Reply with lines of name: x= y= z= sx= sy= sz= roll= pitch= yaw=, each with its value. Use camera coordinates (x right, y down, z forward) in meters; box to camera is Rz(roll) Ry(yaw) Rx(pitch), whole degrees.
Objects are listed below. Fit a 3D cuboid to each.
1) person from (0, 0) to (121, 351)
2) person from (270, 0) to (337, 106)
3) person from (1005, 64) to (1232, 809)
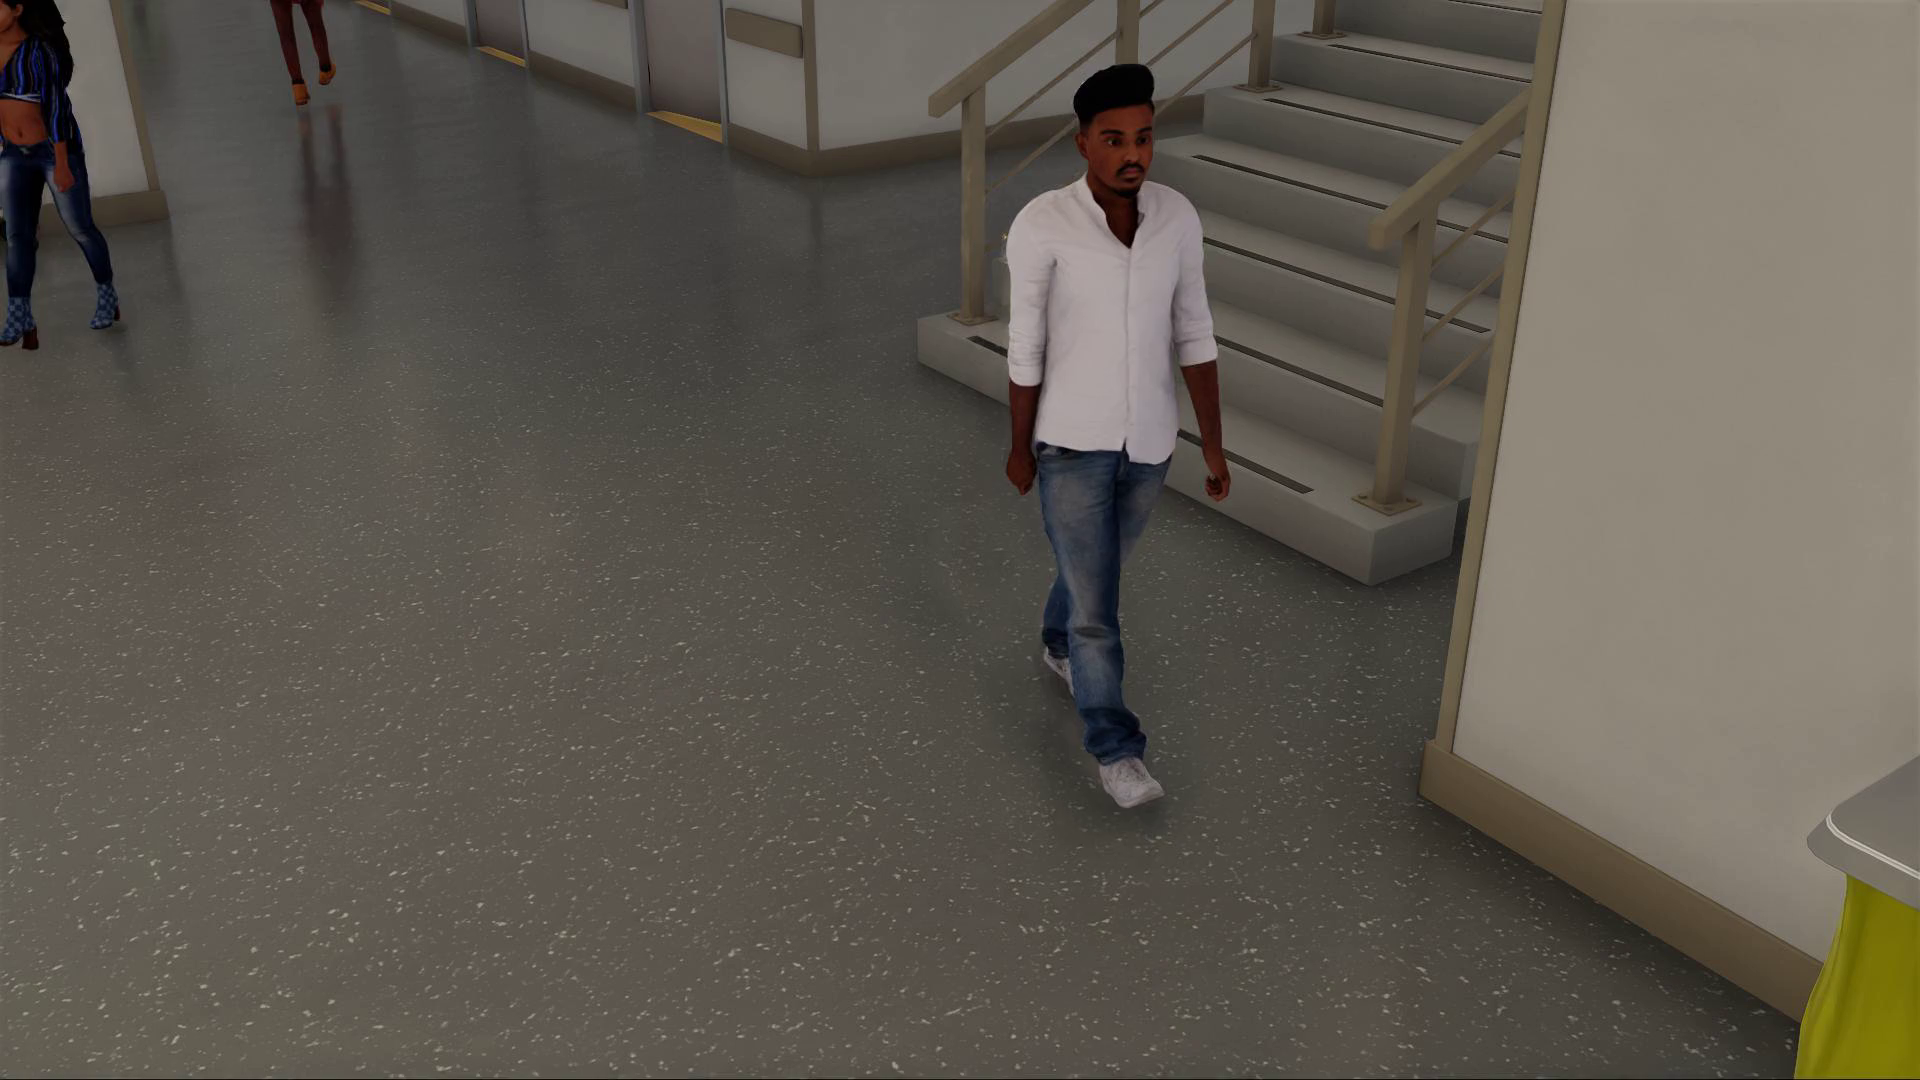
person: x=-3.948 y=-1.659 z=7.250 sx=0.964 sy=1.594 sz=1.020 roll=4 pitch=26 yaw=9
person: x=-4.812 y=-3.957 z=11.935 sx=1.211 sy=1.664 sz=0.950 roll=-7 pitch=27 yaw=-13
person: x=0.342 y=-0.299 z=4.230 sx=1.149 sy=1.768 sz=0.913 roll=-9 pitch=27 yaw=-19
